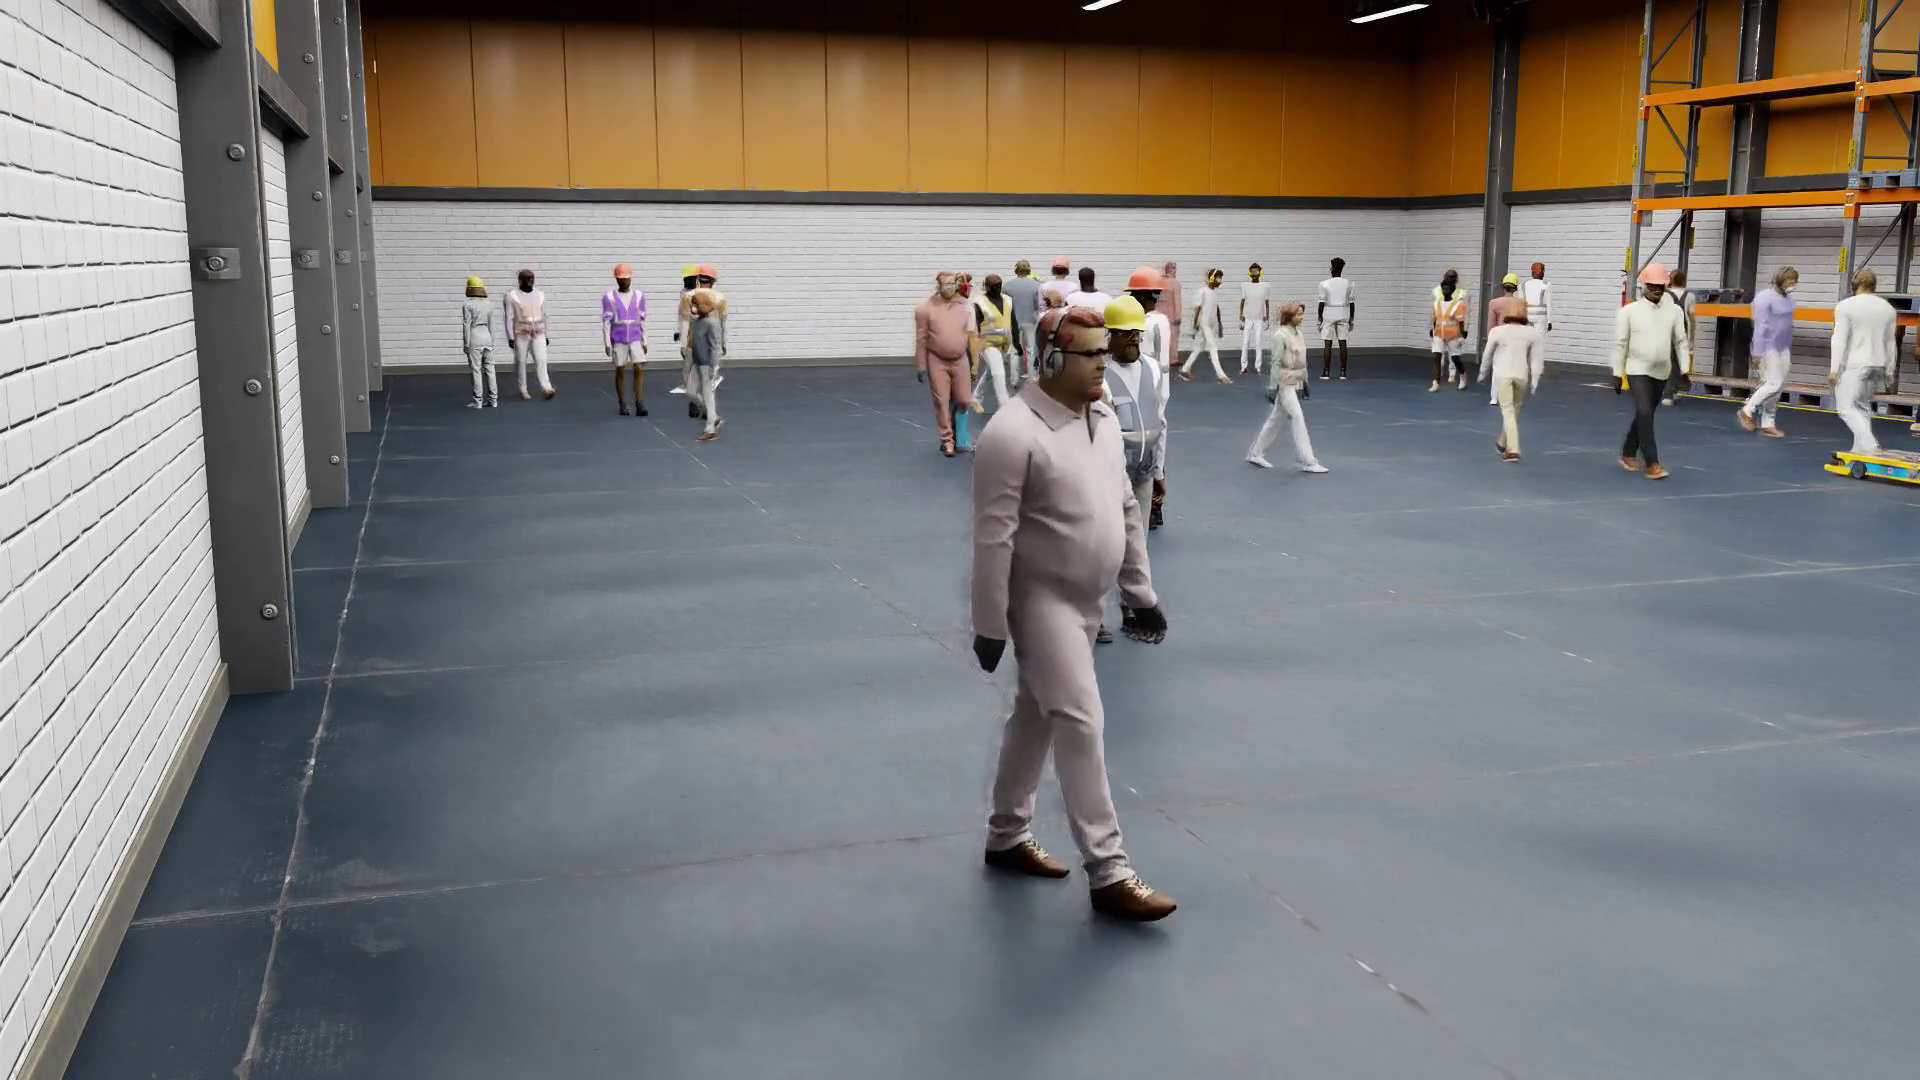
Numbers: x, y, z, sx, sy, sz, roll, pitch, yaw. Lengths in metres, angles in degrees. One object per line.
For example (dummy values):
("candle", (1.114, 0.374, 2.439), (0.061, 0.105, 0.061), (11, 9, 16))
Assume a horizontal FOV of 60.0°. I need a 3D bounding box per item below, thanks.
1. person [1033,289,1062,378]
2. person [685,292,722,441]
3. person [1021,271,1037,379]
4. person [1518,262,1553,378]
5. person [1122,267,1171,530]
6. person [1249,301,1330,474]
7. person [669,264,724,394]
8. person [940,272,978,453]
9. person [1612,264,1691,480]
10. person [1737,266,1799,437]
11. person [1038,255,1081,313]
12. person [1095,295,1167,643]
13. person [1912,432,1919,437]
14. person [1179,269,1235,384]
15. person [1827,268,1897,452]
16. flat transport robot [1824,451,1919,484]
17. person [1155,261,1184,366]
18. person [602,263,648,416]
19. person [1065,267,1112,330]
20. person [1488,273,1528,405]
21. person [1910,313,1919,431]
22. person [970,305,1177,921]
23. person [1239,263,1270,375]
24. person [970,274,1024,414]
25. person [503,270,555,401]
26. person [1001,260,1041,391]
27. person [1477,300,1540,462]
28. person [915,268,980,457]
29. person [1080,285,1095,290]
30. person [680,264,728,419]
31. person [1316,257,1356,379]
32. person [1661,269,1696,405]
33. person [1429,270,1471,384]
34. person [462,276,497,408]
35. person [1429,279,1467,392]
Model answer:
("person", (1.121, -2.131, 19.553), (0.521, 1.621, 0.638), (-7, 12, -36))
("person", (-2.805, -1.891, 18.126), (0.352, 1.619, 0.526), (-7, 12, -37))
("person", (1.185, -3.468, 26.875), (0.539, 1.748, 0.534), (-5, 11, -29))
("person", (9.394, -3.582, 27.173), (0.573, 1.885, 0.356), (8, 13, 40))
("person", (1.359, -1.040, 12.304), (0.361, 1.938, 0.545), (4, 10, 21))
("person", (3.080, -1.436, 15.585), (0.847, 1.595, 0.529), (6, 12, 33))
("person", (-3.852, -3.094, 24.334), (0.944, 1.894, 0.581), (-8, 13, -39))
("person", (-0.039, -1.807, 17.018), (0.373, 1.840, 0.572), (-8, 12, -37))
("person", (6.341, -1.556, 15.284), (0.626, 1.944, 1.029), (-1, 10, -5))
("person", (8.987, -2.072, 18.403), (0.663, 1.895, 0.490), (-6, 12, -32))
("person", (1.392, -2.987, 23.372), (0.613, 2.019, 0.789), (2, 10, 10))
("person", (0.839, -0.367, 8.756), (0.586, 1.824, 0.404), (-6, 11, -30))
("person", (10.865, -2.066, 18.437), (0.534, 1.869, 0.315), (-8, 12, -37))
("person", (3.894, -3.375, 26.248), (1.061, 1.802, 0.539), (8, 12, 38))
("person", (8.590, -1.608, 15.710), (0.650, 1.909, 0.684), (-3, 10, -15))
("flat transport robot", (8.485, -0.632, 14.760), (0.652, 0.197, 1.431), (-3, 10, -15))
("person", (3.737, -4.068, 29.975), (0.622, 1.887, 0.666), (-8, 13, -40))
("person", (-4.143, -2.479, 20.721), (0.565, 1.902, 0.848), (-4, 10, -21))
("person", (1.556, -2.337, 19.995), (0.597, 1.879, 0.853), (-2, 10, -11))
("person", (7.325, -2.674, 22.258), (0.522, 1.768, 0.312), (4, 11, 22))
("person", (11.273, -2.259, 19.064), (0.677, 2.000, 0.535), (0, 10, 2))
("person", (0.411, 0.216, 5.204), (0.897, 1.868, 0.657), (6, 12, 32))
("person", (4.953, -3.713, 27.970), (0.514, 1.872, 0.332), (2, 10, 13))
("person", (0.385, -2.426, 20.767), (0.622, 1.798, 0.975), (-9, 14, -44))
("person", (-5.916, -2.806, 22.913), (0.656, 1.797, 0.952), (-6, 12, -33))
("person", (0.928, -3.180, 24.685), (0.627, 1.941, 0.371), (1, 10, 6))
("person", (5.449, -1.585, 16.489), (0.513, 1.578, 0.885), (0, 10, -3))
("person", (-0.126, -1.794, 16.812), (0.669, 1.889, 0.570), (-3, 10, -14))
("person", (1.969, -3.306, 26.310), (0.425, 1.617, 0.522), (7, 12, 36))
("person", (-3.164, -2.443, 20.558), (0.608, 1.891, 0.738), (-2, 10, -10))
("person", (6.077, -3.575, 26.902), (0.614, 1.961, 0.361), (0, 10, 1))
("person", (9.591, -2.735, 22.465), (0.510, 1.820, 0.703), (0, 10, 1))
("person", (7.665, -3.334, 26.053), (0.629, 1.786, 1.000), (3, 10, 19))
("person", (-6.371, -2.606, 21.963), (0.322, 1.735, 0.485), (6, 12, 33))
("person", (7.233, -3.015, 24.519), (0.538, 1.670, 0.788), (9, 13, 43))
